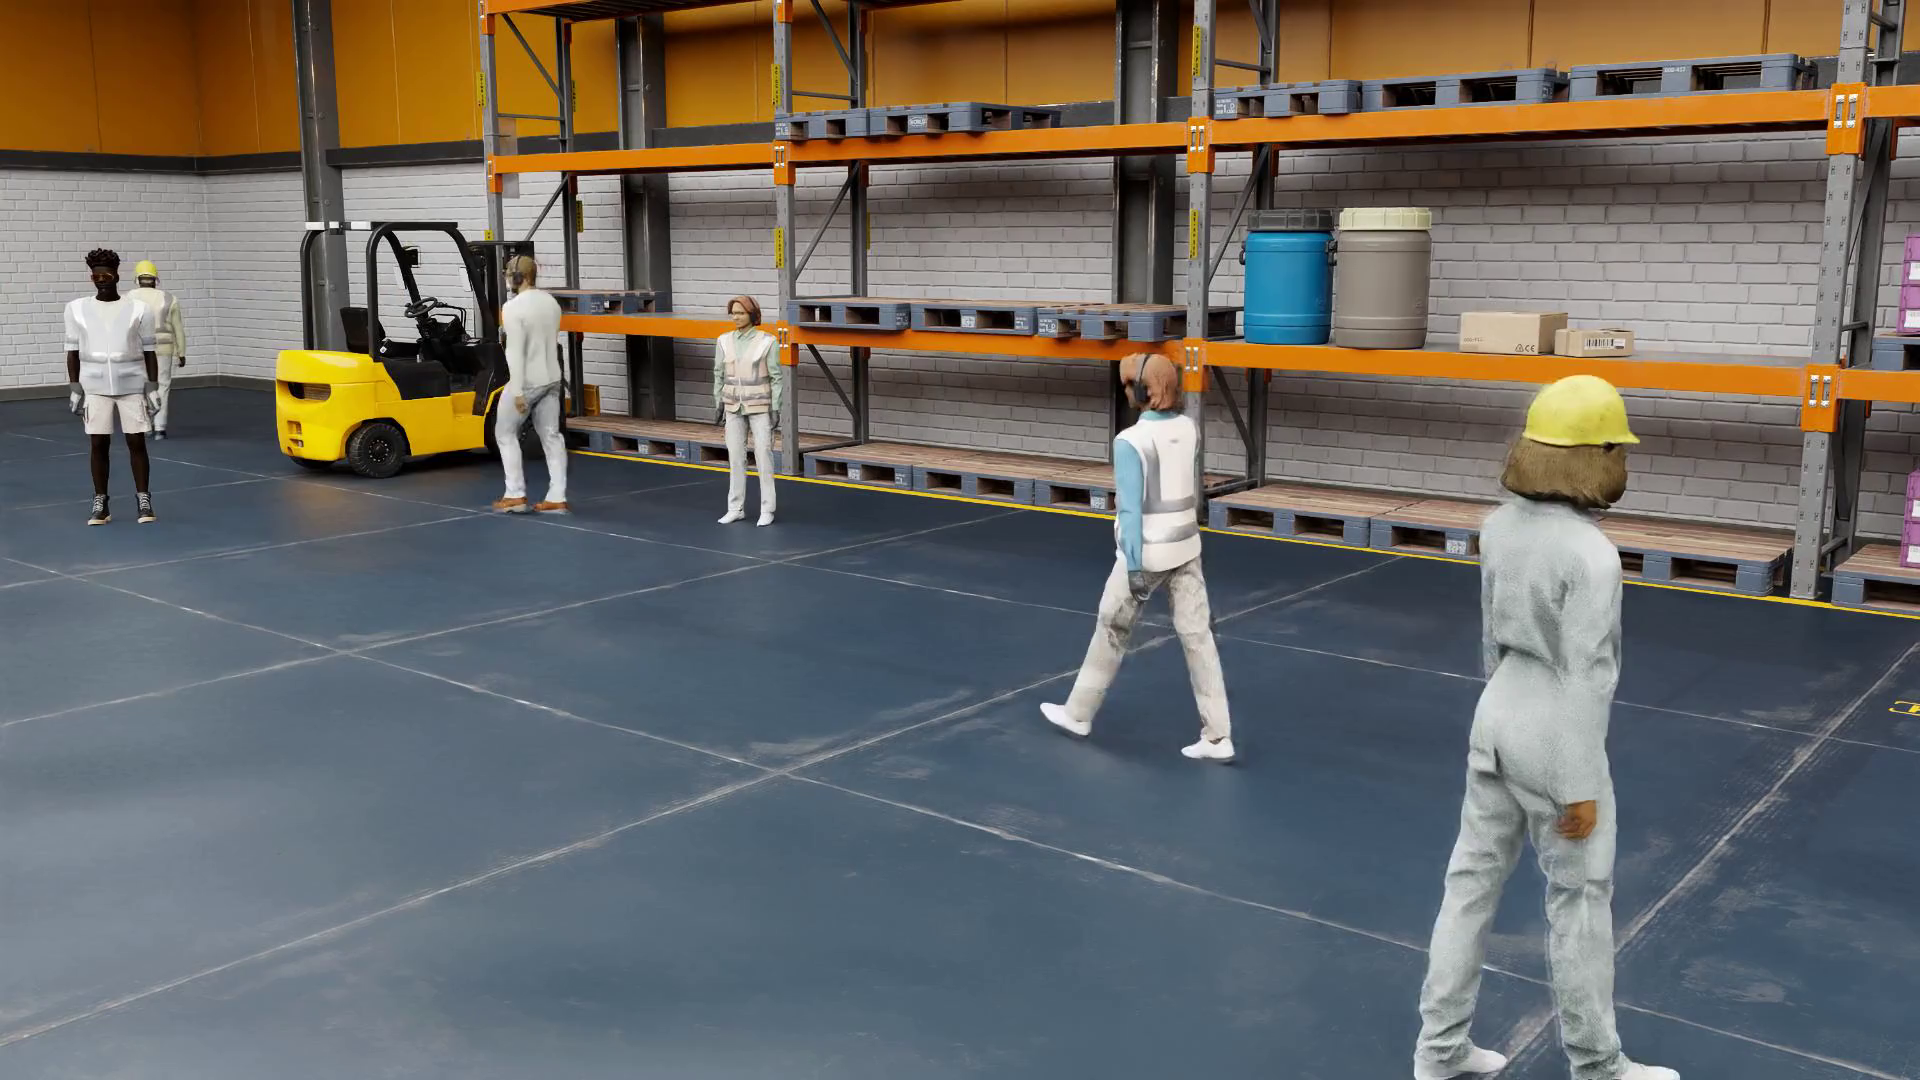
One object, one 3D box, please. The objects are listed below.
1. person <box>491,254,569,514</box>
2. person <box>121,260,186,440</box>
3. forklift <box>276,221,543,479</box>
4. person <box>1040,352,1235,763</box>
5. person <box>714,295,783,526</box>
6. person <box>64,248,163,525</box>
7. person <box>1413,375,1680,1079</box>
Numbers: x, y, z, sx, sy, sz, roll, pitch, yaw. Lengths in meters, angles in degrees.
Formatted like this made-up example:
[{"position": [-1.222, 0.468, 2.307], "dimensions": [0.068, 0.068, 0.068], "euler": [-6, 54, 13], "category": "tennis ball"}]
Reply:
[{"position": [-3.208, -1.138, 12.284], "dimensions": [0.696, 1.913, 0.639], "euler": [5, 11, 25], "category": "person"}, {"position": [-8.276, -1.951, 17.076], "dimensions": [0.625, 1.806, 0.763], "euler": [-3, 11, -18], "category": "person"}, {"position": [-4.922, -1.741, 14.854], "dimensions": [1.214, 2.155, 2.313], "euler": [8, 13, 38], "category": "forklift"}, {"position": [0.743, 0.062, 6.540], "dimensions": [0.516, 1.591, 0.874], "euler": [-9, 14, -42], "category": "person"}, {"position": [-1.502, -0.913, 11.802], "dimensions": [0.523, 1.638, 0.310], "euler": [4, 11, 20], "category": "person"}, {"position": [-6.036, -1.090, 11.873], "dimensions": [0.603, 1.967, 0.366], "euler": [-4, 11, -21], "category": "person"}, {"position": [1.381, 0.477, 3.886], "dimensions": [0.480, 1.740, 0.493], "euler": [-3, 11, -18], "category": "person"}]
